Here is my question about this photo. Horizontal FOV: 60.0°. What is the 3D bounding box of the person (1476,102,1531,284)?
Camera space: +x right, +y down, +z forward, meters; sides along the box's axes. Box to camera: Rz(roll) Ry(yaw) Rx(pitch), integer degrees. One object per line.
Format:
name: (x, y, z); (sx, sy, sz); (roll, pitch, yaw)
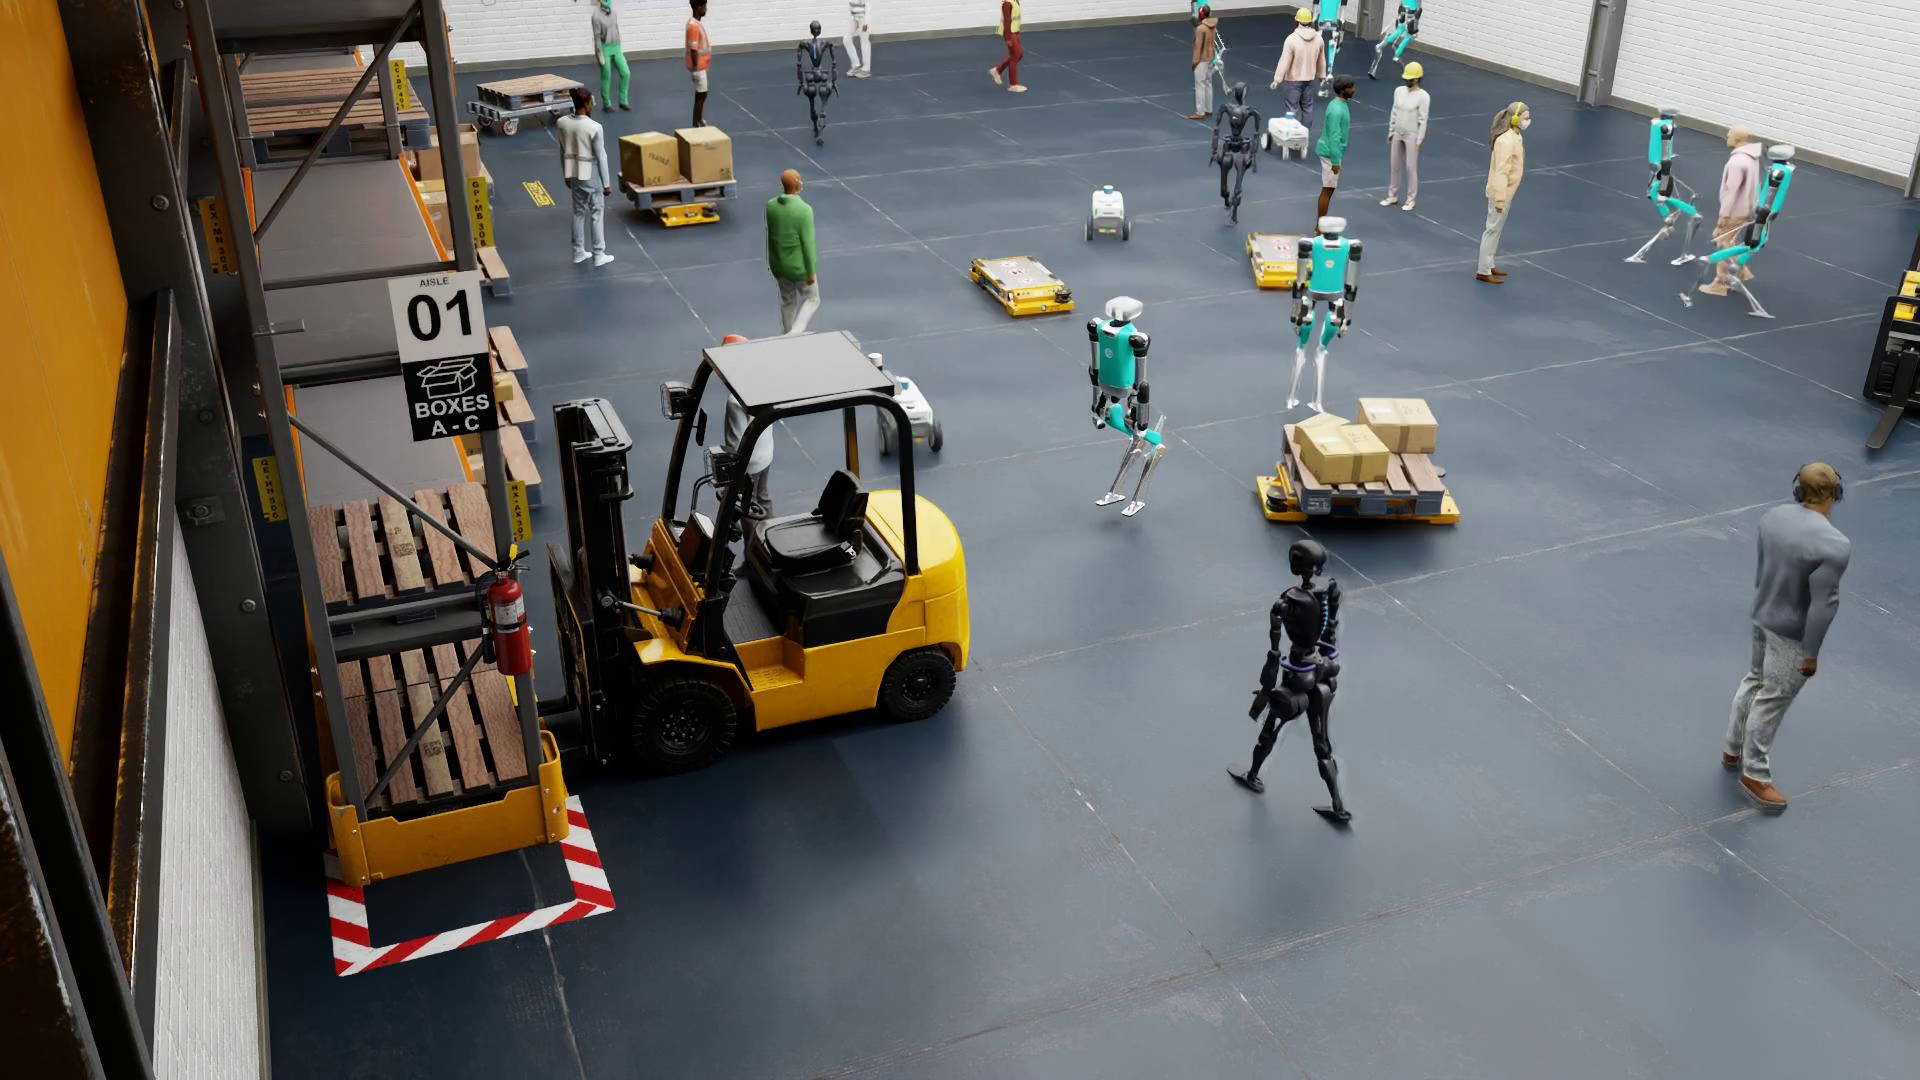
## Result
person: (5.685, -3.657, 17.475); (0.391, 1.873, 0.566); (12, 29, 22)

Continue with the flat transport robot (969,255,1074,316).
flat transport robot: (0.624, -2.656, 17.270); (0.659, 0.231, 1.431); (-8, 28, -16)

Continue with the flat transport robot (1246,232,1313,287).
flat transport robot: (3.497, -3.040, 18.034); (0.659, 0.231, 1.431); (2, 27, 3)

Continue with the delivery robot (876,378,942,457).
delivery robot: (-0.467, -1.052, 13.753); (0.499, 0.587, 0.769); (-7, 28, -13)

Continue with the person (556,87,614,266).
person: (-4.041, -3.906, 17.939); (0.596, 1.906, 0.402); (13, 29, 23)

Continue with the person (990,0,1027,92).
person: (0.777, -7.950, 26.147); (0.550, 1.750, 0.481); (8, 28, 16)

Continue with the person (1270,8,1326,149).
person: (4.656, -6.302, 22.743); (0.807, 1.868, 0.408); (-10, 28, -18)

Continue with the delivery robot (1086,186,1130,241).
delivery robot: (1.701, -3.760, 19.168); (0.499, 0.613, 0.817); (1, 27, 3)

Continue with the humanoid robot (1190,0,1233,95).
humanoid robot: (3.990, -7.833, 26.011); (0.870, 1.842, 0.547); (14, 30, 26)

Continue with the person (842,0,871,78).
person: (-1.688, -8.459, 27.031); (0.537, 1.867, 0.612); (-20, 33, -35)

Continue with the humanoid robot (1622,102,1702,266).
humanoid robot: (7.784, -3.805, 17.954); (0.913, 1.786, 0.558); (5, 27, 10)

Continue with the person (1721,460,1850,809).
person: (4.568, 0.520, 9.157); (0.376, 1.903, 0.784); (-3, 27, -7)

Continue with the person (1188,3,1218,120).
person: (3.589, -7.019, 24.415); (0.310, 1.646, 0.456); (16, 31, 29)

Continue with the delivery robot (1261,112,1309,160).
delivery robot: (4.455, -5.514, 22.652); (0.499, 0.608, 0.793); (-5, 27, -10)

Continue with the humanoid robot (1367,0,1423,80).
humanoid robot: (7.034, -8.268, 26.859); (1.014, 1.785, 0.554); (-11, 29, -21)

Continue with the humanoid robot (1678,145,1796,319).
humanoid robot: (7.710, -3.067, 16.540); (1.050, 1.775, 0.530); (17, 31, 30)

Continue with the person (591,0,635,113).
person: (-5.159, -7.254, 24.687); (0.643, 1.819, 0.554); (20, 33, 34)

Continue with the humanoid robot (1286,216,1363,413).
humanoid robot: (3.079, -1.942, 14.213); (0.546, 1.776, 0.664); (3, 27, 5)

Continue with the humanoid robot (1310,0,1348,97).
humanoid robot: (5.629, -7.610, 25.511); (0.545, 1.770, 0.911); (3, 27, 6)

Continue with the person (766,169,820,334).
person: (-1.556, -2.522, 15.330); (0.545, 1.771, 0.478); (15, 30, 28)

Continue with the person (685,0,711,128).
person: (-3.670, -6.661, 23.359); (0.411, 1.965, 0.607); (-4, 27, -7)

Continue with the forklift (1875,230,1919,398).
forklift: (9.029, -2.397, 14.618); (1.214, 2.155, 2.313); (18, 32, 32)

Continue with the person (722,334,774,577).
person: (-1.480, -0.585, 11.514); (0.351, 1.739, 0.572); (7, 28, 14)

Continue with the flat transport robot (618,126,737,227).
flat transport robot: (-3.412, -4.071, 20.084); (0.659, 0.231, 1.431); (-11, 29, -21)

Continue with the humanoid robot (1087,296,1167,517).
humanoid robot: (1.297, -1.010, 12.220); (0.735, 1.671, 0.533); (-23, 35, -38)

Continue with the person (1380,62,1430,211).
person: (5.358, -4.851, 19.982); (0.341, 1.758, 0.523); (-18, 32, -31)

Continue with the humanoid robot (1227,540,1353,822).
humanoid robot: (1.857, 0.749, 8.985); (0.591, 1.628, 0.783); (-20, 33, -34)

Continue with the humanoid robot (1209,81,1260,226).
humanoid robot: (3.238, -4.561, 19.535); (0.586, 1.647, 0.569); (10, 28, 19)

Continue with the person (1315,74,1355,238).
person: (4.228, -4.344, 18.870); (0.401, 1.851, 0.493); (7, 27, 13)

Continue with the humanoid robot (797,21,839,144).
humanoid robot: (-1.985, -6.384, 23.162); (0.590, 1.620, 0.780); (0, 27, 1)

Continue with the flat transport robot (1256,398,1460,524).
flat transport robot: (3.023, -0.351, 12.685); (1.431, 0.231, 0.659); (1, 27, 2)

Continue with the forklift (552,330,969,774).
forklift: (-1.094, 0.010, 9.831); (2.313, 2.155, 1.214); (-10, 28, -20)

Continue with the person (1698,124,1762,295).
person: (7.930, -3.356, 17.006); (0.458, 1.760, 0.520); (17, 31, 30)
